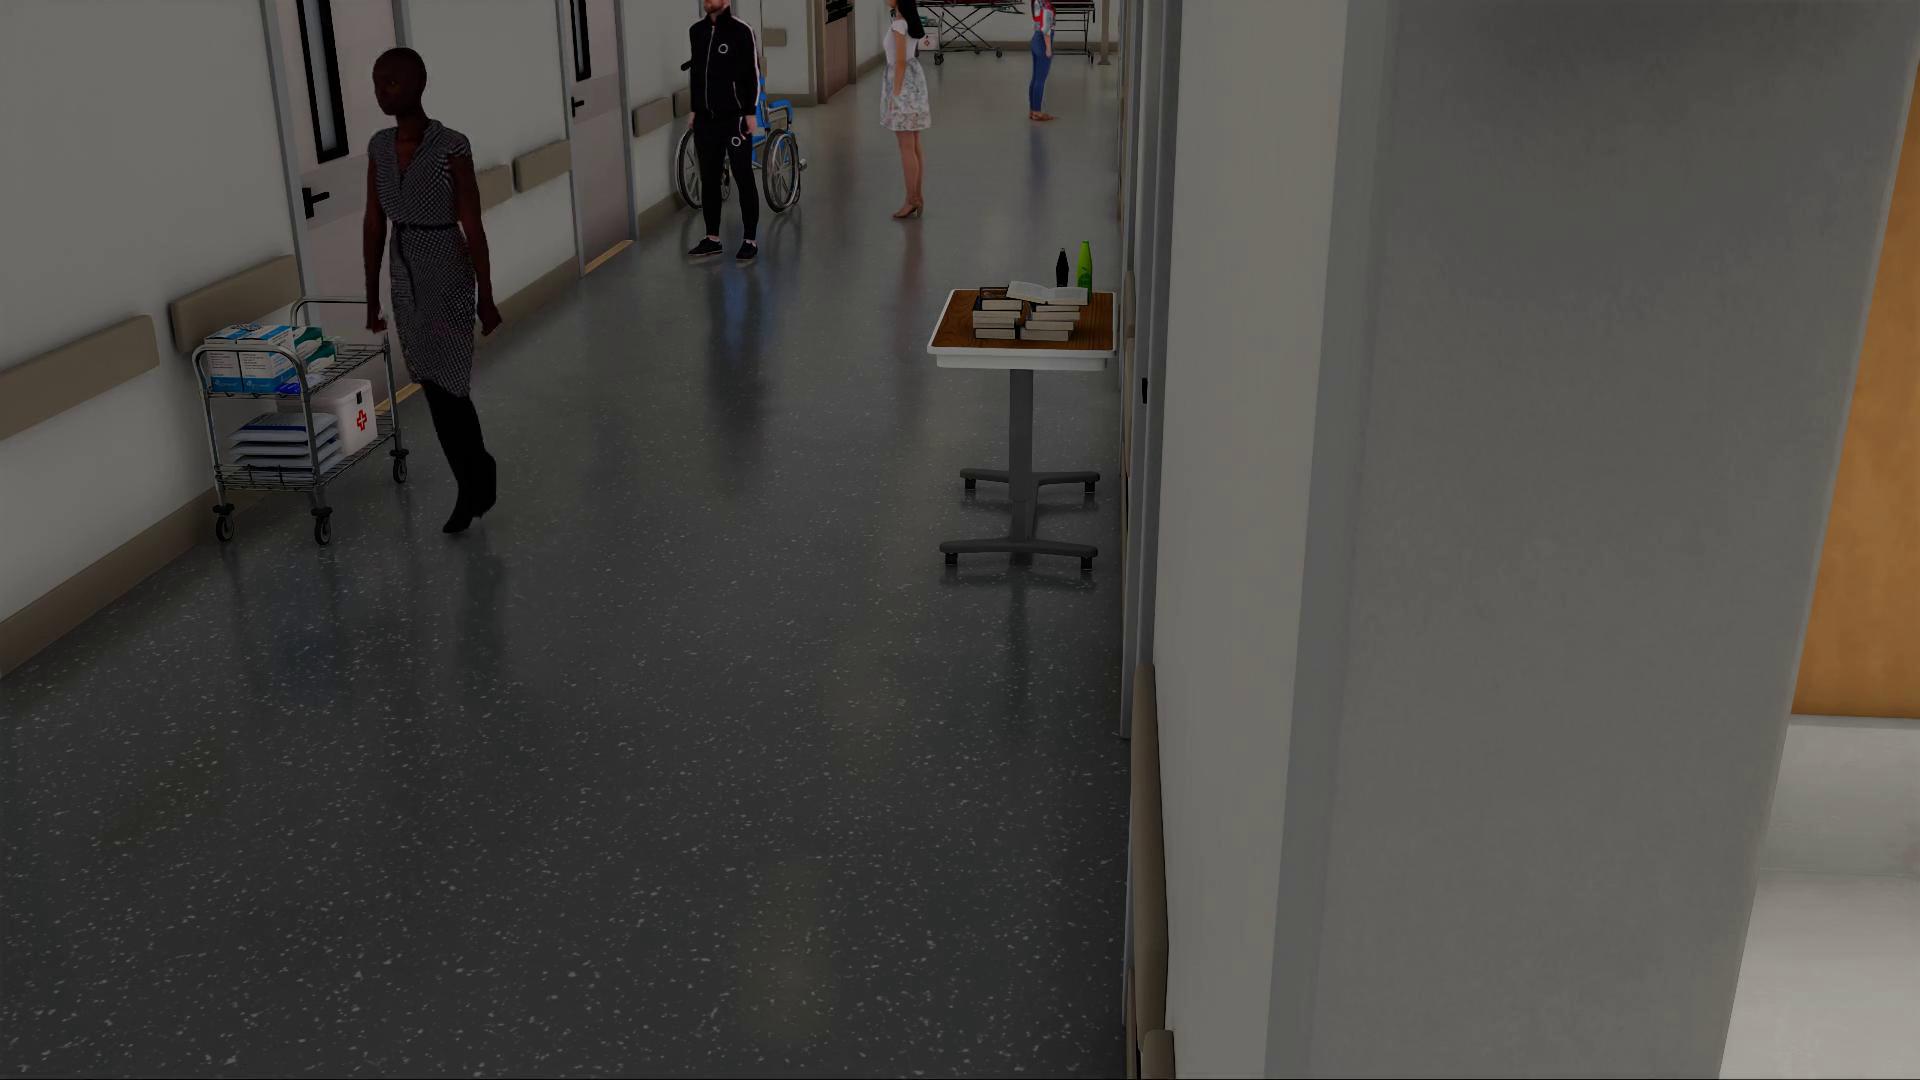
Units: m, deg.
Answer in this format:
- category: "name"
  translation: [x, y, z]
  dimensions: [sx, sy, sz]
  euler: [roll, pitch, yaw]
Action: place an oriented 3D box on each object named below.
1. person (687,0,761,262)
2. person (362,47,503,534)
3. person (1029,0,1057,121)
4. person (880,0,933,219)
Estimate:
- category: "person"
  translation: [-1.569, -2.807, 11.104]
  dimensions: [0.750, 1.836, 0.712]
  euler: [10, 23, 25]
- category: "person"
  translation: [-1.873, -0.892, 6.130]
  dimensions: [0.723, 1.777, 0.748]
  euler: [7, 22, 18]
- category: "person"
  translation: [0.913, -5.557, 18.683]
  dimensions: [0.699, 1.611, 0.518]
  euler: [-3, 21, -7]
- category: "person"
  translation: [-0.419, -3.356, 12.641]
  dimensions: [0.763, 1.774, 0.642]
  euler: [6, 22, 15]
